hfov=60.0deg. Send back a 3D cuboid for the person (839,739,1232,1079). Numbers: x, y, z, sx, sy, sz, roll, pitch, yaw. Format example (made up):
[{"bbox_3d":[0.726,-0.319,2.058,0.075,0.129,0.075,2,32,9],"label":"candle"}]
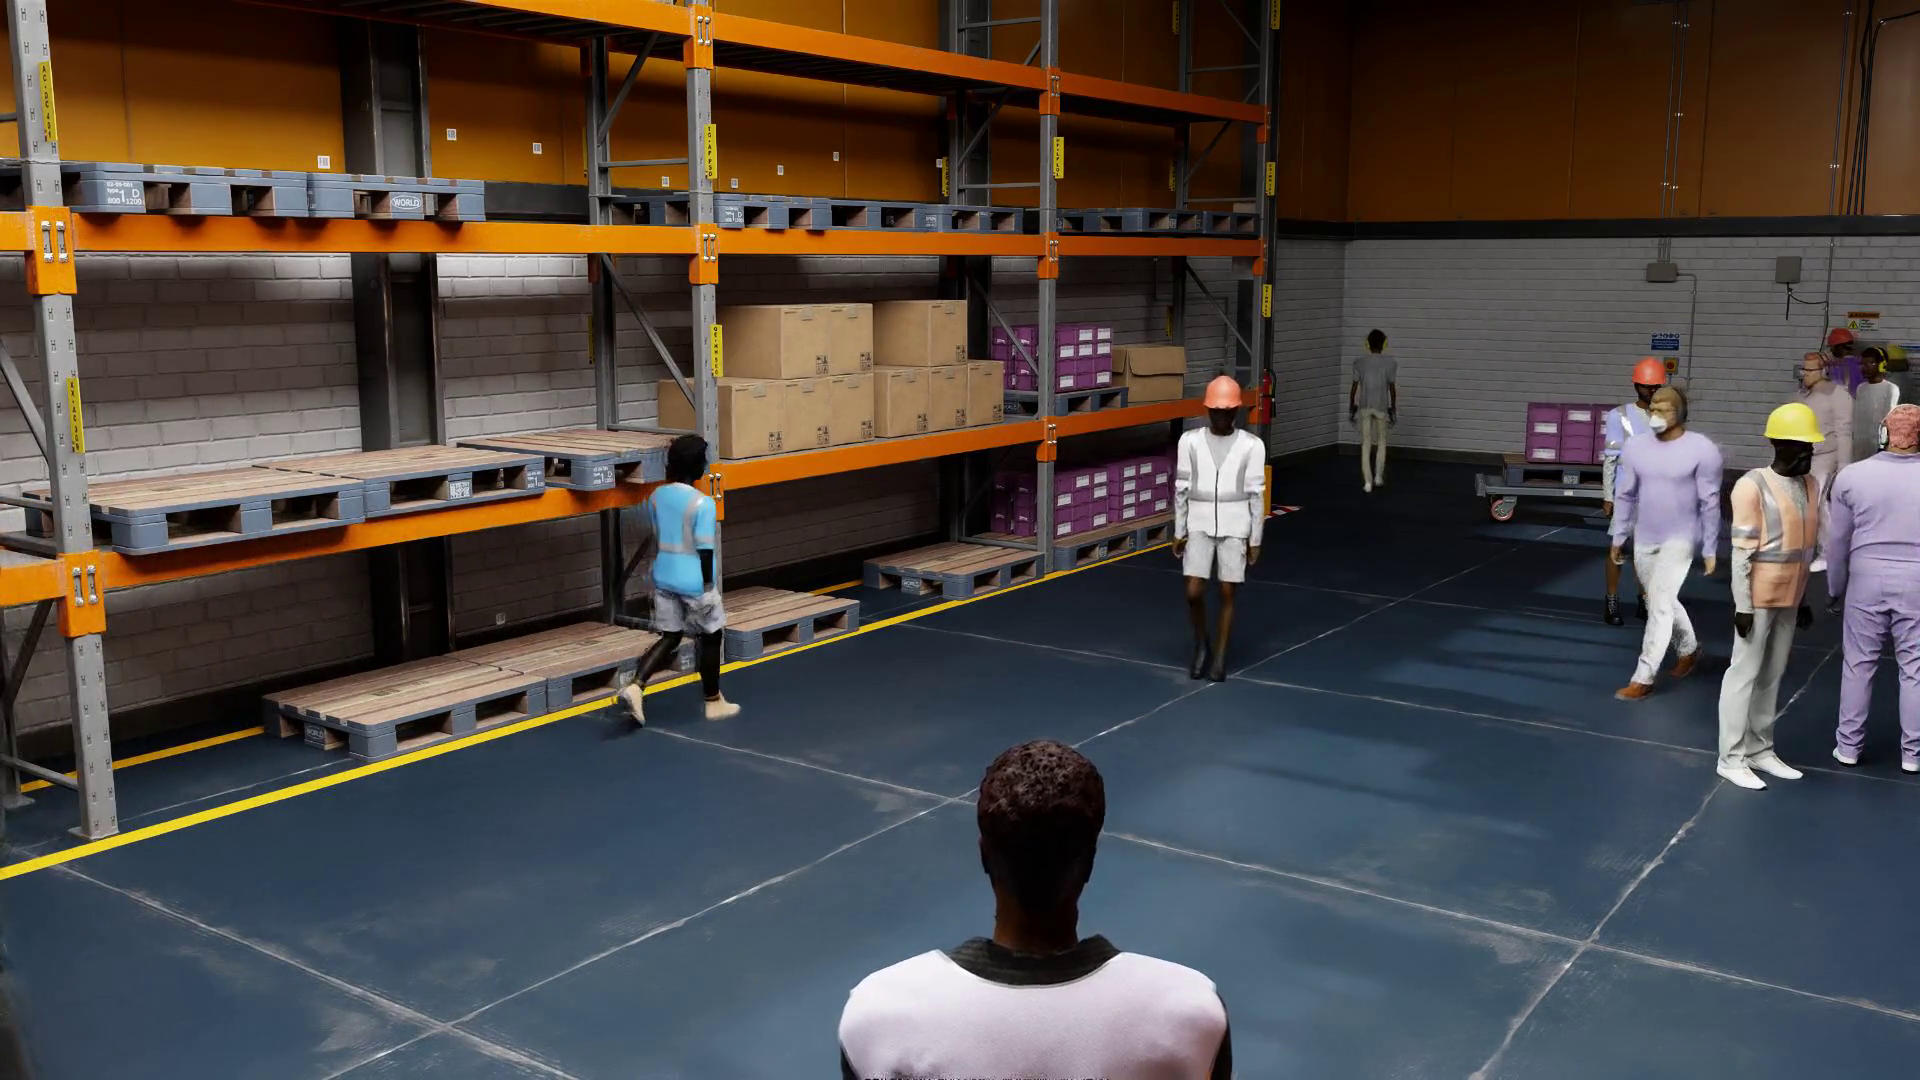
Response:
[{"bbox_3d":[0.115,1.252,2.564,0.601,1.914,0.383,0,10,-2],"label":"person"}]

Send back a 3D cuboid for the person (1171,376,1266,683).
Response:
[{"bbox_3d":[1.595,-0.053,10.300,0.580,1.921,0.453,2,10,14],"label":"person"}]

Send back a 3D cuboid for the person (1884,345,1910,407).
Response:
[{"bbox_3d":[10.066,-1.233,17.922,0.501,1.726,0.665,-8,12,-38],"label":"person"}]

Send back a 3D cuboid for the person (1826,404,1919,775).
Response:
[{"bbox_3d":[4.801,0.253,8.552,0.639,1.903,0.409,6,11,30],"label":"person"}]

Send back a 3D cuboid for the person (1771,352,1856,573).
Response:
[{"bbox_3d":[6.994,-0.624,13.858,0.948,1.859,0.680,-1,10,-8],"label":"person"}]

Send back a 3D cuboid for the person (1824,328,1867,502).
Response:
[{"bbox_3d":[9.664,-1.361,18.180,0.572,1.901,0.513,-5,11,-25],"label":"person"}]

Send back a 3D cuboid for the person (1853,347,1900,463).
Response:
[{"bbox_3d":[8.160,-0.797,14.934,0.316,1.861,0.509,-2,10,-9],"label":"person"}]

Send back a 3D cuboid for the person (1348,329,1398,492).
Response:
[{"bbox_3d":[4.761,-1.502,19.188,0.546,1.827,0.885,3,10,17],"label":"person"}]

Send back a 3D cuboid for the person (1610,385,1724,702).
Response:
[{"bbox_3d":[4.339,-0.007,10.138,0.982,1.903,0.642,-7,12,-34],"label":"person"}]

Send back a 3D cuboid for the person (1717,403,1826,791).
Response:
[{"bbox_3d":[4.083,0.275,8.335,0.588,1.928,0.383,-5,11,-29],"label":"person"}]

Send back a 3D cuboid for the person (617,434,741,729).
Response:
[{"bbox_3d":[-1.580,0.240,9.302,0.538,1.669,0.723,8,12,39],"label":"person"}]

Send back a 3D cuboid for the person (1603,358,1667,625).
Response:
[{"bbox_3d":[4.913,-0.342,11.982,0.551,1.936,0.357,0,10,-2],"label":"person"}]
